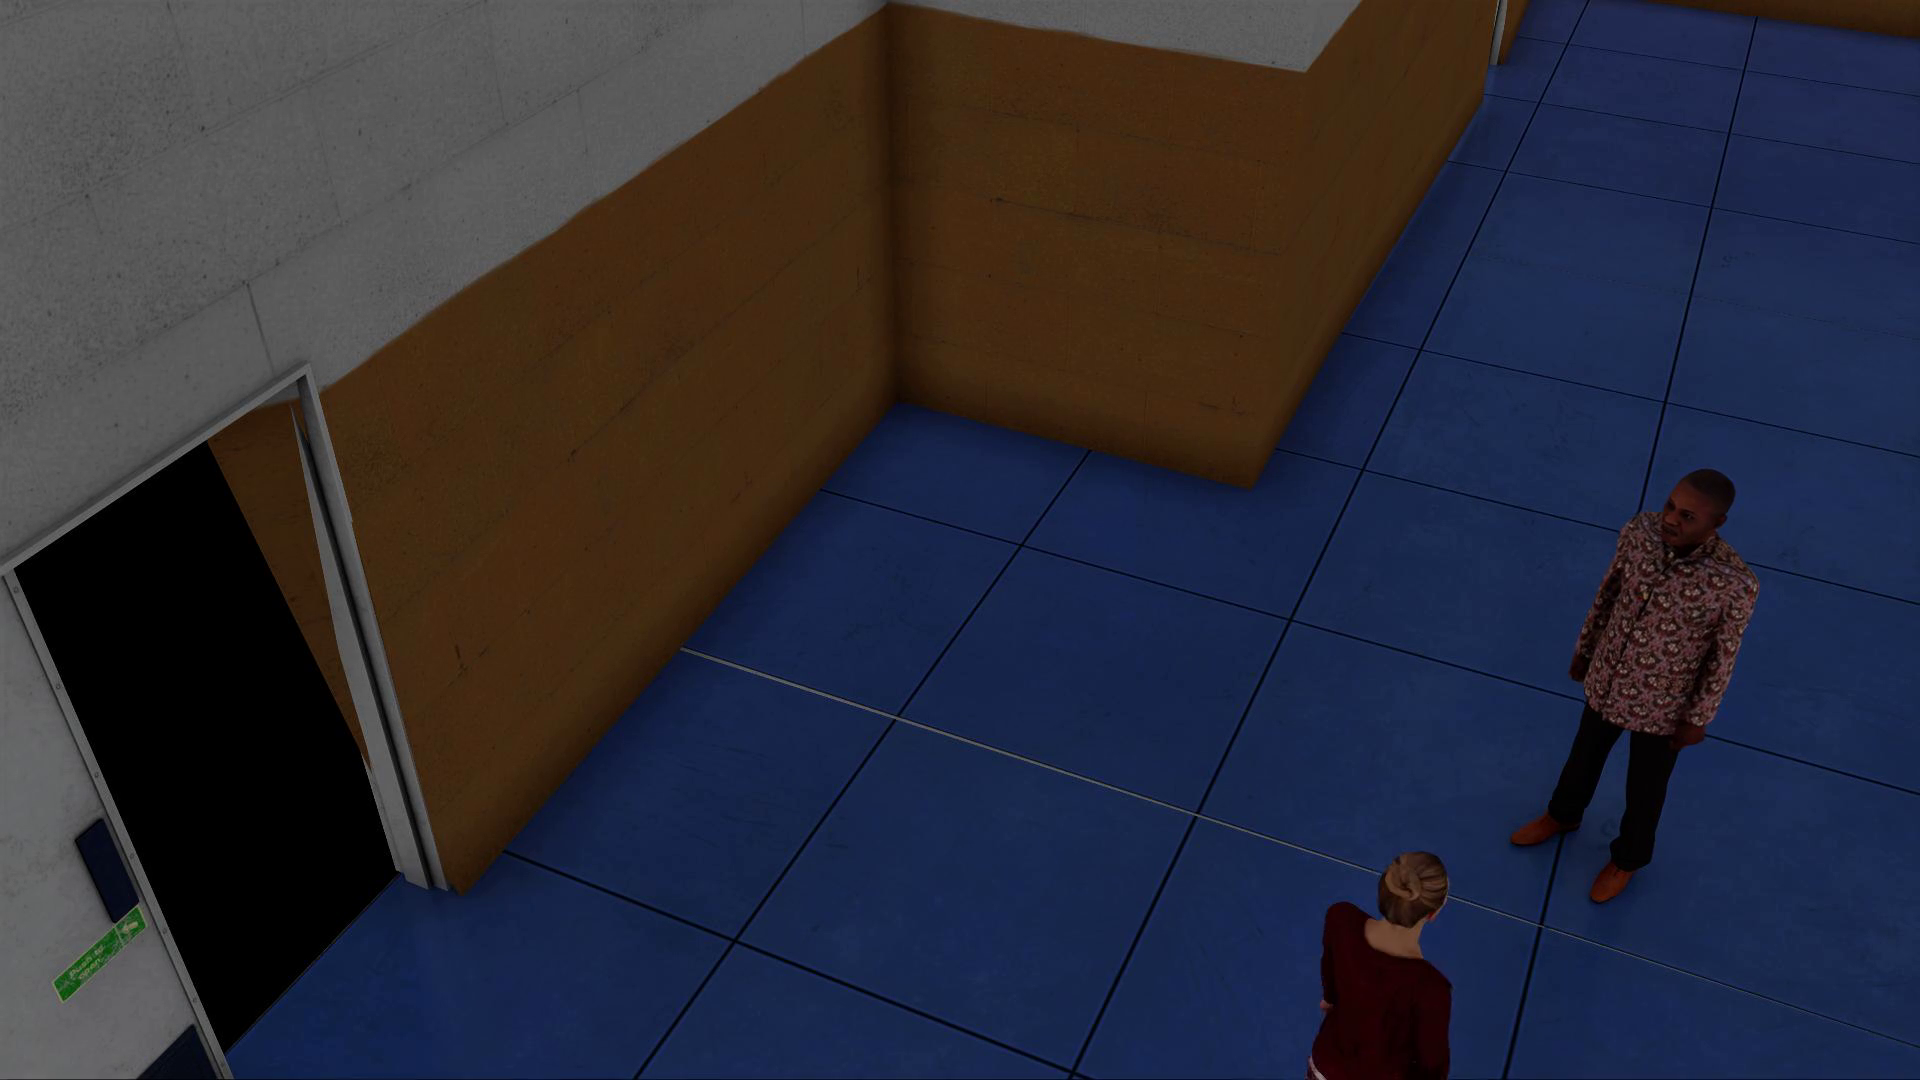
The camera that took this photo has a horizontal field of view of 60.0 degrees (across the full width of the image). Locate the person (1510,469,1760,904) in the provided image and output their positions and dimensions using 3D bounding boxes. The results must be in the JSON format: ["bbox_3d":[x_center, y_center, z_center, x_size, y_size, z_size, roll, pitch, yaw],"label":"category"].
[{"bbox_3d":[2.427,0.502,5.882,0.845,1.808,0.711,-24,43,-28],"label":"person"}]

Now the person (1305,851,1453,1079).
[{"bbox_3d":[1.086,1.525,4.627,0.961,1.678,0.987,-26,44,-30],"label":"person"}]
